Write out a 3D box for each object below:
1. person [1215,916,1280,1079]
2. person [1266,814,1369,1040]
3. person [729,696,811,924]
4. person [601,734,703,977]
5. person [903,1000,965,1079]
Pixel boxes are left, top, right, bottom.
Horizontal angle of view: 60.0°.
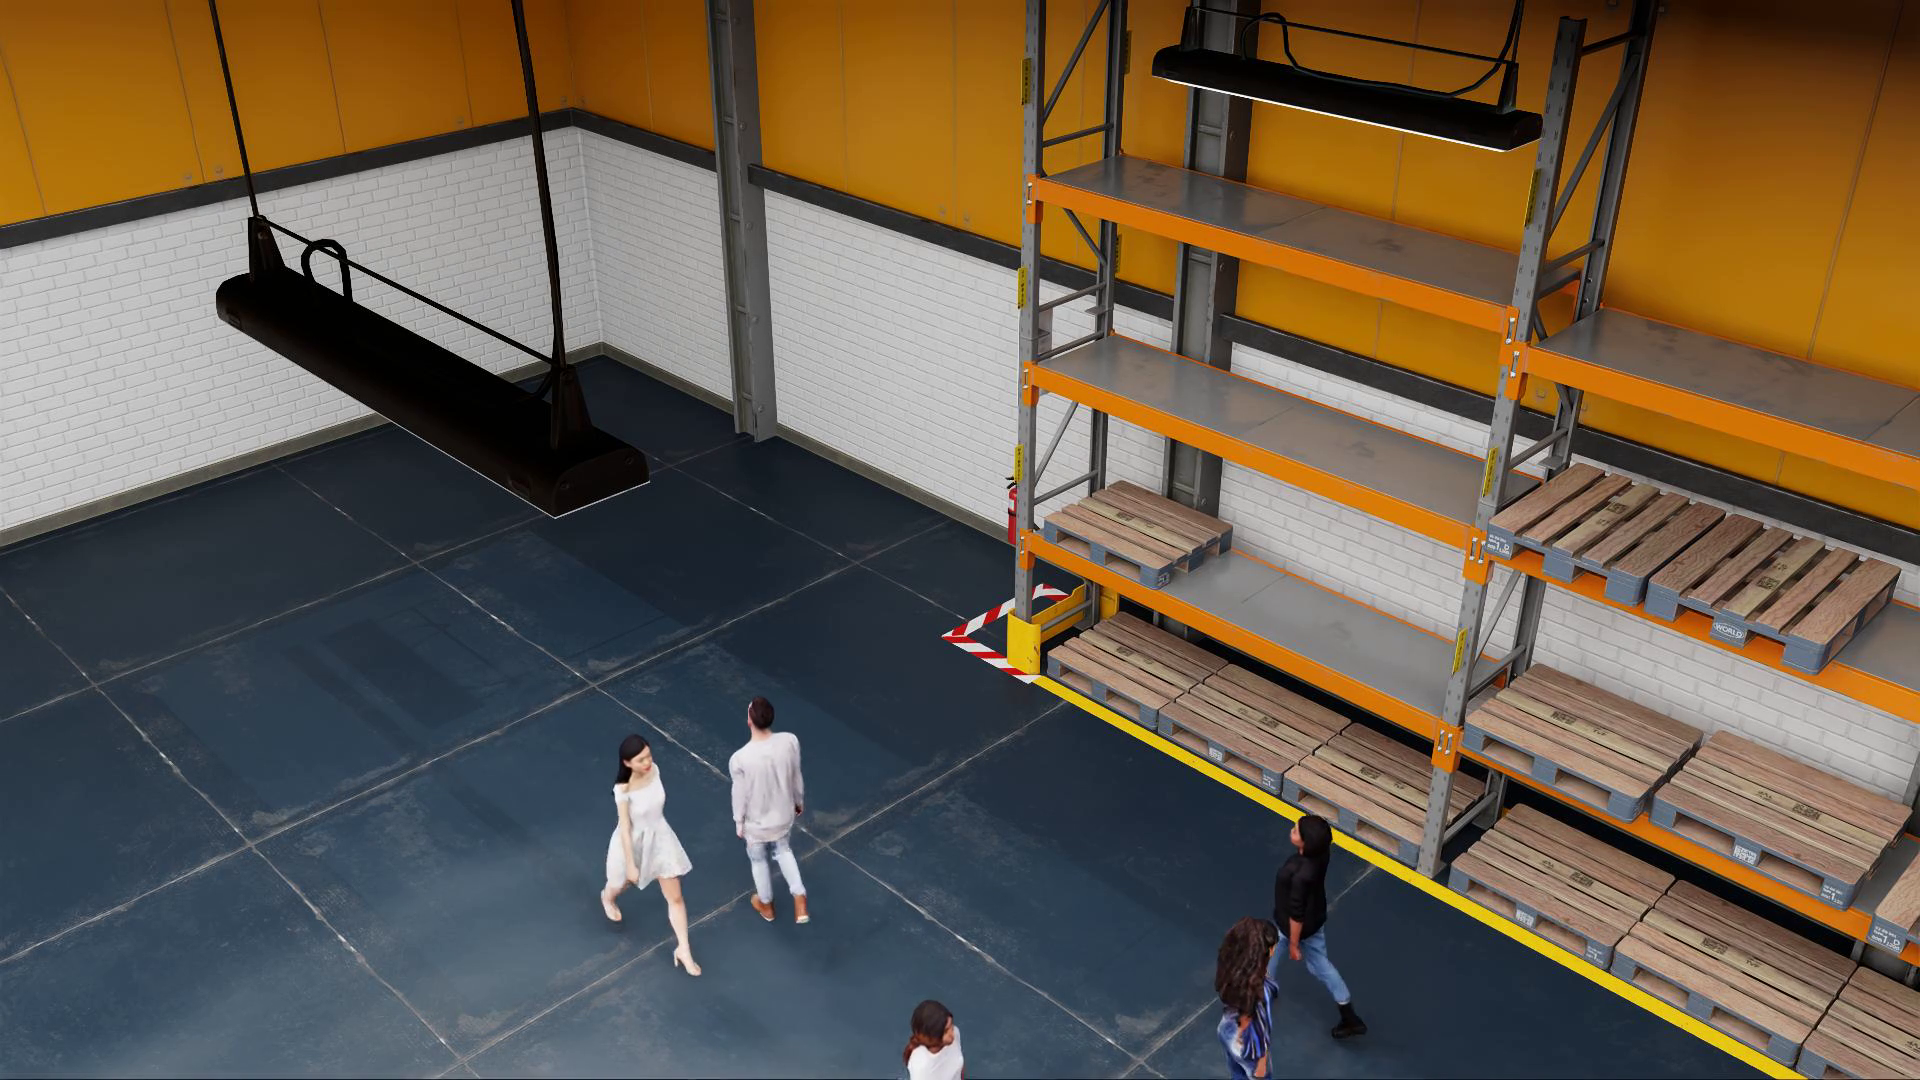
[{"bbox_3d":[1.549,2.865,9.464,0.859,1.607,0.791,-7,29,-12],"label":"person"},{"bbox_3d":[2.177,2.406,10.244,1.133,1.666,0.632,21,35,34],"label":"person"},{"bbox_3d":[-1.248,1.862,11.073,0.802,1.829,0.958,-16,33,-27],"label":"person"},{"bbox_3d":[-2.145,2.020,10.891,1.234,1.726,0.703,20,34,32],"label":"person"},{"bbox_3d":[-0.187,3.105,8.935,1.132,1.693,0.872,10,30,18],"label":"person"}]
